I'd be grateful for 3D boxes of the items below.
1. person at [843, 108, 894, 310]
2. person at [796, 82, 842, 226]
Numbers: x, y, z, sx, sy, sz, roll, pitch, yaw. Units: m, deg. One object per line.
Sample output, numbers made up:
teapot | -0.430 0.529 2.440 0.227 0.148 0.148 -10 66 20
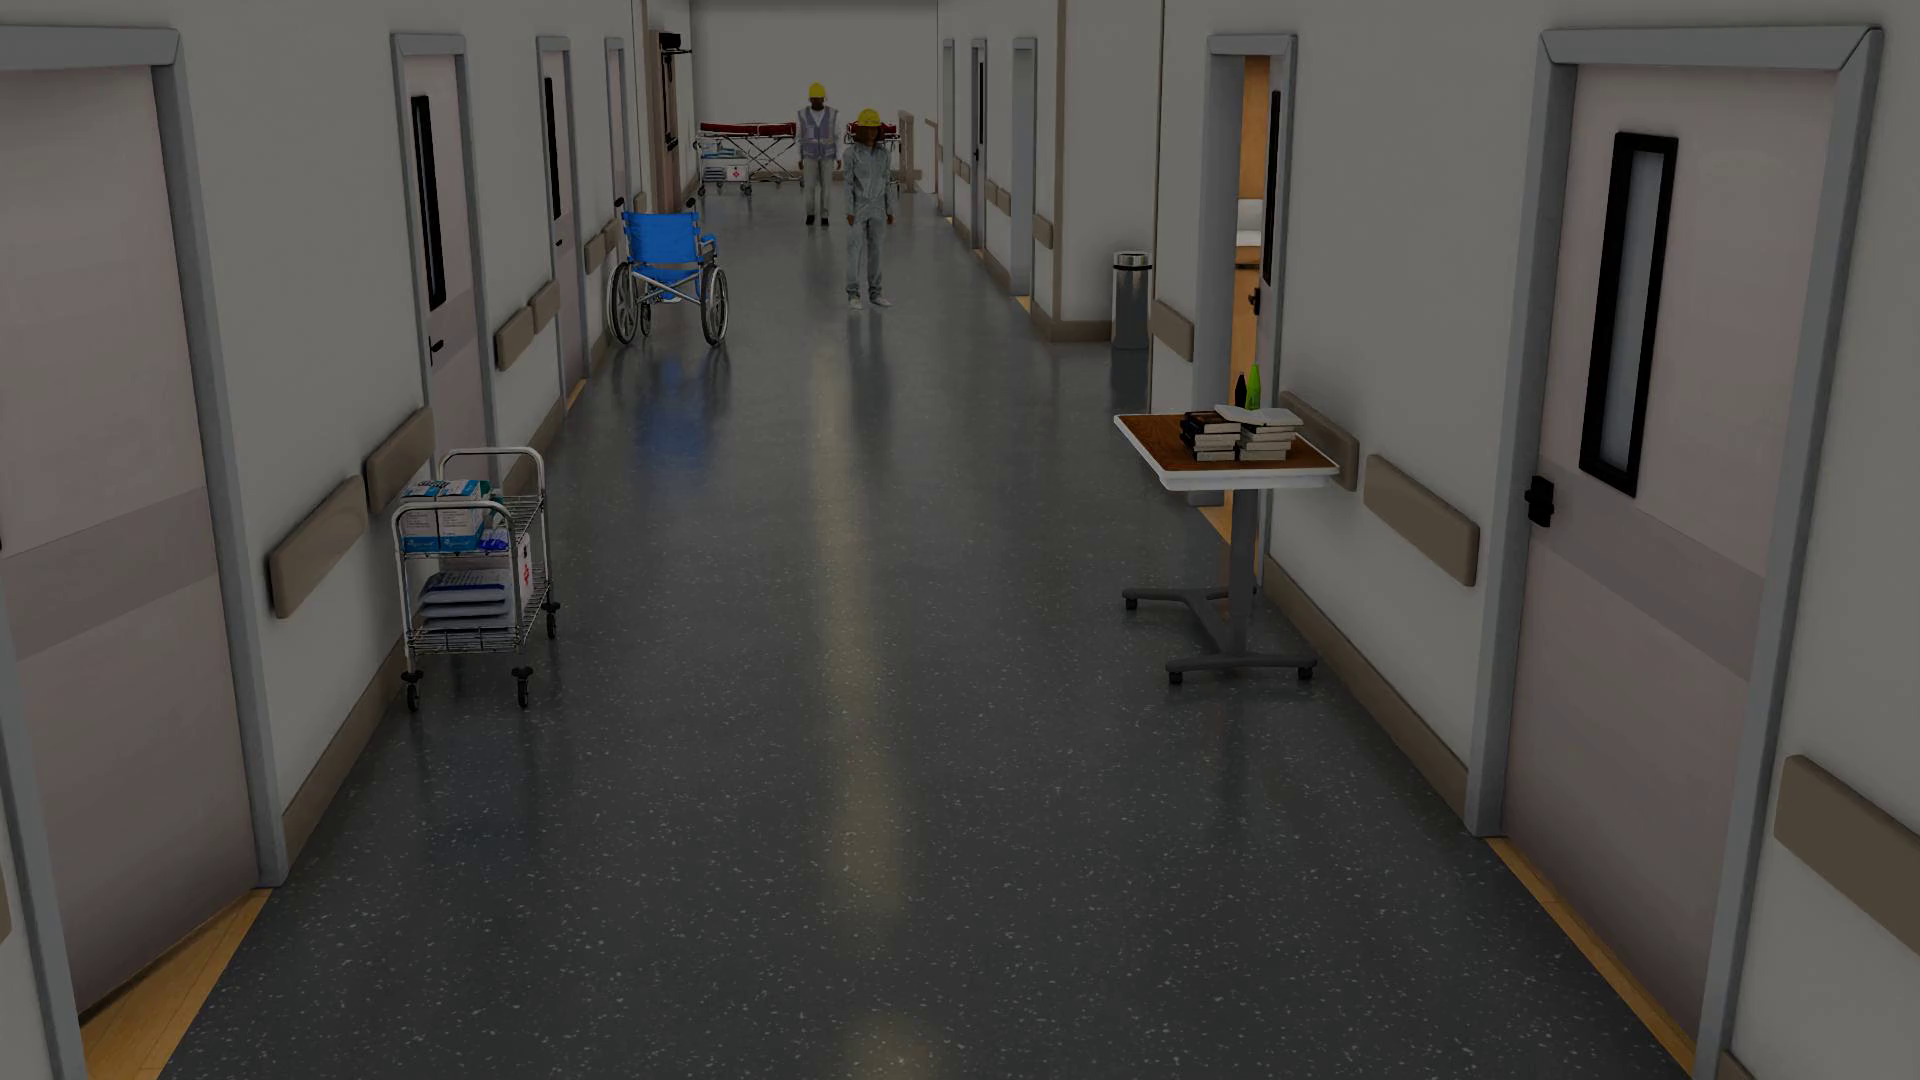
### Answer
person | -0.801 -2.918 14.711 0.484 1.745 0.307 -11 20 -32
person | -1.803 -4.928 21.324 0.591 1.813 0.447 -2 17 -6
